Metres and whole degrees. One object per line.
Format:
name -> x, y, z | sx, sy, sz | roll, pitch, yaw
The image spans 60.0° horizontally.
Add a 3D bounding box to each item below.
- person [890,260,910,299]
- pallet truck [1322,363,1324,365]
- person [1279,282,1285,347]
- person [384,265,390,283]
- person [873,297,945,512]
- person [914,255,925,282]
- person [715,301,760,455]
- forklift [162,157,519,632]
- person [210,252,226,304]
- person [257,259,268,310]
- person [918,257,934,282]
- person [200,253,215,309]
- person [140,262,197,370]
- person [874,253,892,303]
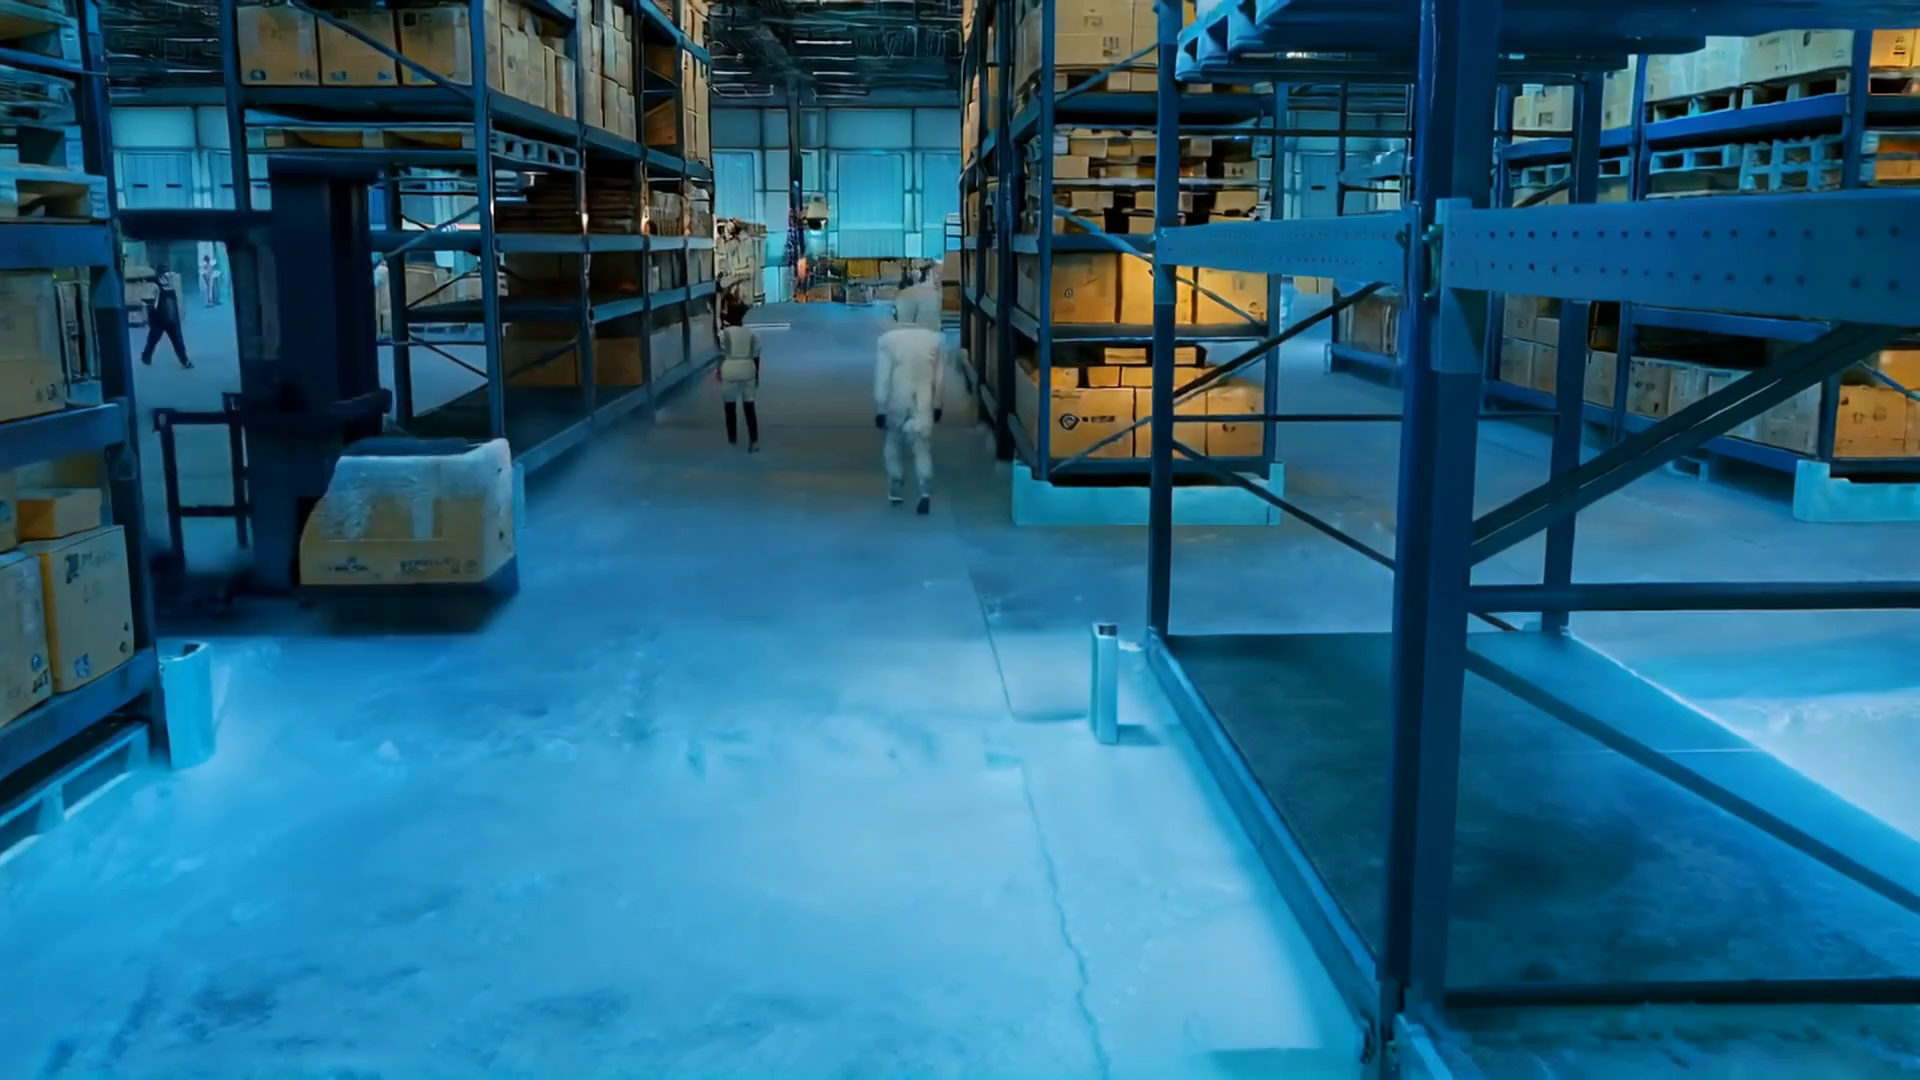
person -> -1.811, -7.427, 49.516 | 0.955, 1.783, 0.653 | 8, 13, 38
pallet truck -> 7.712, -4.157, 30.737 | 1.885, 1.965, 0.823 | 3, 11, 16
person -> 7.062, -5.278, 37.099 | 0.428, 1.962, 0.617 | 4, 11, 23
person -> -19.009, -8.575, 55.842 | 0.624, 1.819, 0.651 | -9, 14, -42
person -> -0.443, -1.191, 14.594 | 0.648, 1.868, 0.984 | -2, 10, -10
person -> -1.324, -8.774, 56.811 | 1.041, 1.889, 0.616 | 4, 11, 20
person -> -2.465, -1.793, 18.404 | 0.540, 1.695, 0.317 | -6, 12, -30
forklift -> -3.809, -0.912, 10.201 | 1.873, 2.768, 1.129 | 0, 10, -2
person -> -28.032, -9.885, 62.815 | 0.354, 1.939, 0.544 | 1, 10, 8
person -> -24.181, -8.827, 57.489 | 0.484, 1.735, 0.311 | 2, 10, 12
person -> -0.907, -6.967, 46.589 | 0.571, 1.923, 0.398 | 9, 13, 40
person -> -26.355, -9.065, 58.238 | 0.406, 1.938, 0.615 | -5, 11, -24
person -> -14.517, -4.096, 30.280 | 1.058, 2.000, 0.683 | 4, 11, 19
person -> -2.943, -10.065, 63.923 | 0.930, 1.896, 0.569 | -7, 12, -34
